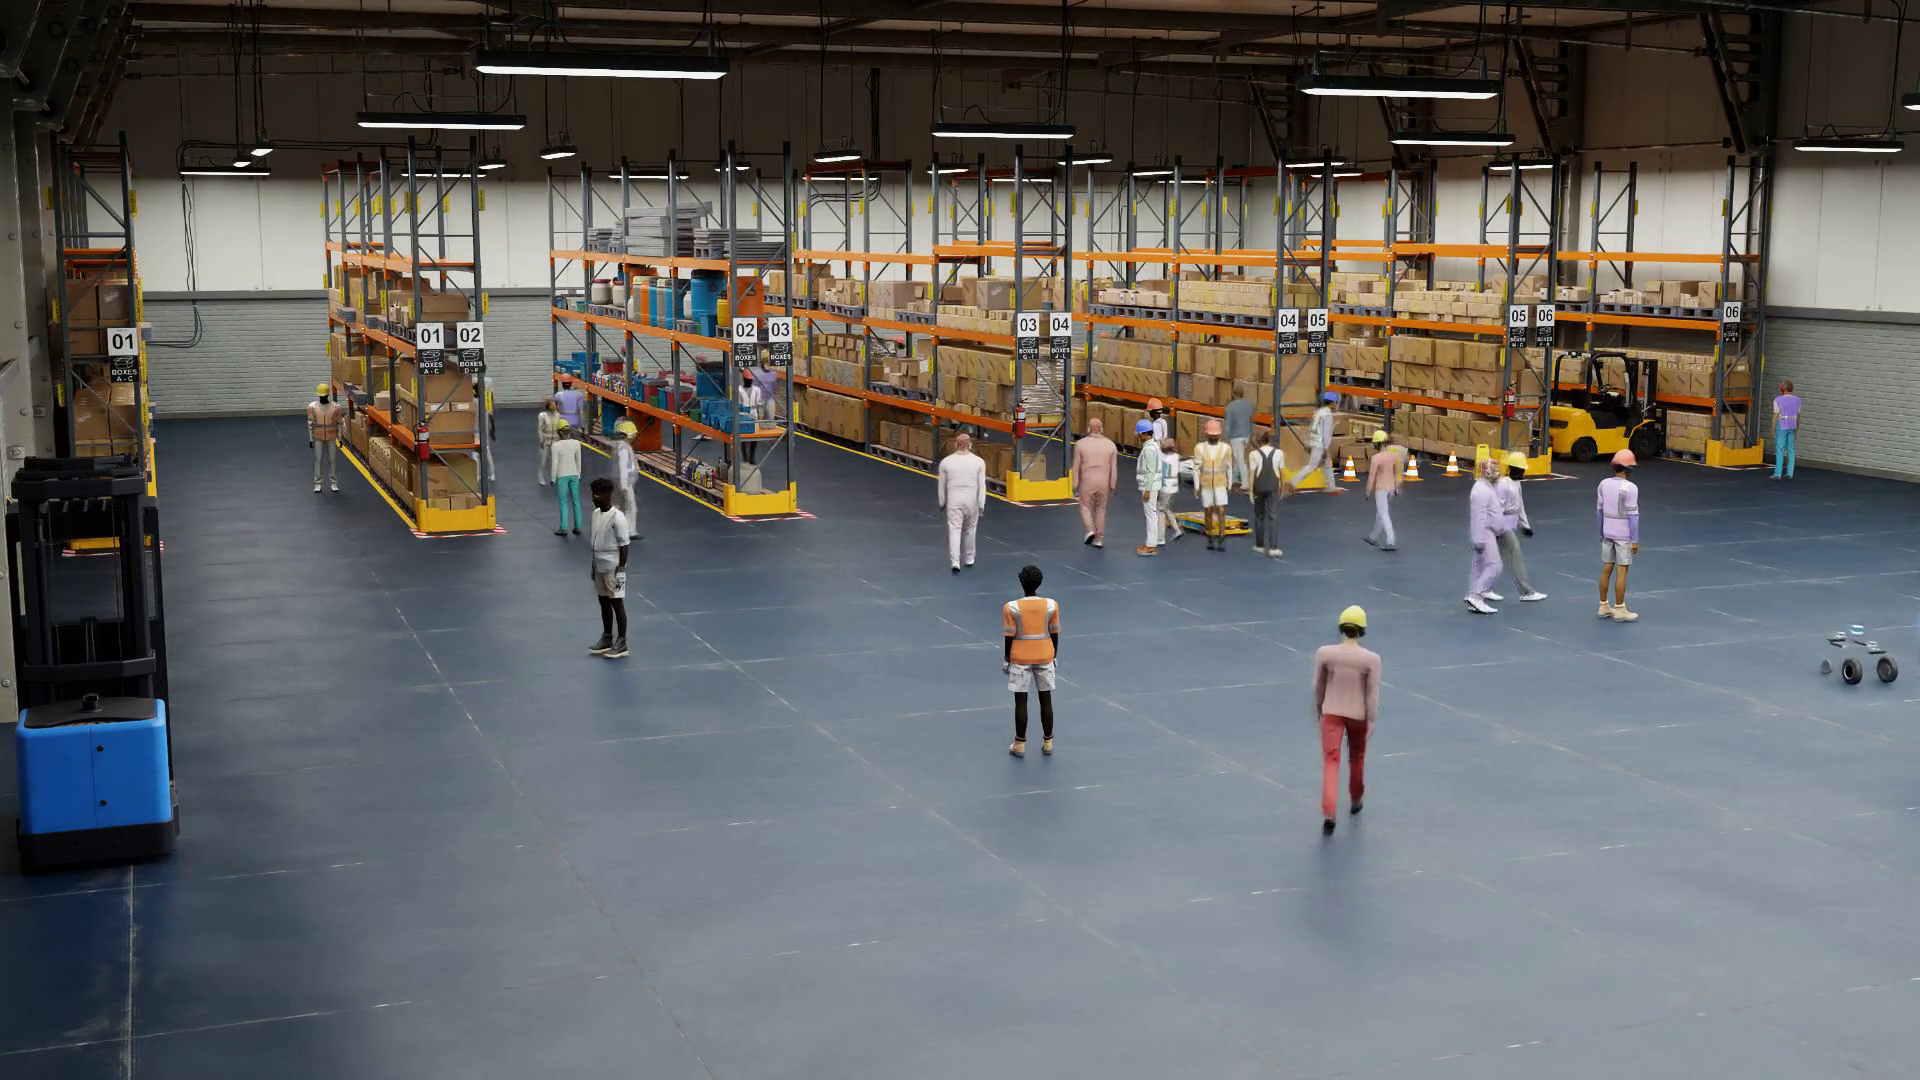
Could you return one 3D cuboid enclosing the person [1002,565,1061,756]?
[{"bbox_3d":[0.629,1.063,18.554,0.530,1.697,0.321,-2,9,-13],"label":"person"}]

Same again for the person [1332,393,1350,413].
[{"bbox_3d":[9.003,-3.607,49.214,0.621,1.845,0.429,-4,10,-27],"label":"person"}]

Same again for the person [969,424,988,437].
[{"bbox_3d":[0.439,-3.253,46.655,0.612,1.902,0.595,-3,9,-19],"label":"person"}]

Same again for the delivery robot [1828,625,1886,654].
[{"bbox_3d":[9.305,1.005,21.709,0.335,0.223,0.698,-2,9,-13],"label":"delivery robot"}]

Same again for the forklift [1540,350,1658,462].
[{"bbox_3d":[12.897,-2.725,42.309,2.313,2.155,1.214,-3,9,-21],"label":"forklift"}]

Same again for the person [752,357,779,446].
[{"bbox_3d":[-4.212,-3.003,44.998,0.626,1.909,0.816,-3,9,-22],"label":"person"}]

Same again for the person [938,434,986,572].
[{"bbox_3d":[0.026,-0.517,28.564,0.659,1.865,0.977,1,9,4],"label":"person"}]

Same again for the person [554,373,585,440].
[{"bbox_3d":[-7.454,-2.202,39.653,0.574,1.896,0.930,-4,9,-26],"label":"person"}]

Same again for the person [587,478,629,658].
[{"bbox_3d":[-3.839,0.292,22.813,0.365,1.962,0.613,-7,11,-40],"label":"person"}]

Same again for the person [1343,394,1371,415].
[{"bbox_3d":[8.999,-3.370,47.238,0.612,1.965,0.693,-4,9,-22],"label":"person"}]

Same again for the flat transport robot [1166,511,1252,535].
[{"bbox_3d":[3.829,-0.270,32.317,0.652,0.197,1.431,-5,10,-28],"label":"flat transport robot"}]

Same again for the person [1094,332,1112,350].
[{"bbox_3d":[3.682,-4.323,53.533,0.618,1.994,1.059,-1,9,-6],"label":"person"}]

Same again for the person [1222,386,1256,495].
[{"bbox_3d":[4.865,-1.775,36.887,0.701,1.871,0.998,-6,10,-33],"label":"person"}]

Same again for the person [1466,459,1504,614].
[{"bbox_3d":[6.366,-0.040,25.256,0.431,1.891,0.676,3,9,18],"label":"person"}]

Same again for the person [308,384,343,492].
[{"bbox_3d":[-11.199,-1.806,36.964,0.585,1.916,0.390,-3,9,-17],"label":"person"}]

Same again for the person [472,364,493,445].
[{"bbox_3d":[-10.029,-2.806,43.892,0.522,1.844,0.879,-6,10,-34],"label":"person"}]

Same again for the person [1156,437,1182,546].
[{"bbox_3d":[3.003,-0.714,30.680,0.383,1.611,0.545,5,10,32],"label":"person"}]

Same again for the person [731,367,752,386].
[{"bbox_3d":[-5.025,-3.362,48.297,0.513,1.614,0.618,-1,9,-8],"label":"person"}]

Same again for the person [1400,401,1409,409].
[{"bbox_3d":[10.336,-3.430,48.400,0.483,1.737,0.320,8,12,43],"label":"person"}]

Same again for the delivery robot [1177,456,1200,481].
[{"bbox_3d":[4.192,-1.279,37.797,0.707,0.478,0.477,8,12,44],"label":"delivery robot"}]

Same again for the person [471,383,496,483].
[{"bbox_3d":[-8.780,-1.970,38.383,0.468,1.843,0.628,7,11,40],"label":"person"}]

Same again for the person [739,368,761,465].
[{"bbox_3d":[-4.116,-2.378,40.723,0.552,1.938,0.418,-4,9,-24],"label":"person"}]

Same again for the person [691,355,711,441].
[{"bbox_3d":[-5.644,-3.109,45.821,0.465,1.866,0.673,4,9,24],"label":"person"}]

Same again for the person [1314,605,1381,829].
[{"bbox_3d":[3.026,1.371,16.445,0.521,1.717,0.933,2,9,15],"label":"person"}]

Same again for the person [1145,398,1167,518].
[{"bbox_3d":[3.140,-1.304,33.571,0.375,1.931,0.542,2,9,15],"label":"person"}]

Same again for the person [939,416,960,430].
[{"bbox_3d":[-0.271,-2.676,43.576,0.544,1.676,0.766,-3,9,-21],"label":"person"}]

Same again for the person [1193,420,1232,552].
[{"bbox_3d":[3.637,-0.772,30.140,0.564,1.891,0.941,1,9,7],"label":"person"}]

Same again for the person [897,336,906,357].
[{"bbox_3d":[-1.557,-4.213,53.103,0.748,1.888,0.584,-2,9,-11],"label":"person"}]

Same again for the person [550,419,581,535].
[{"bbox_3d":[-5.990,-0.957,31.809,0.524,1.767,0.322,-8,11,-42],"label":"person"}]

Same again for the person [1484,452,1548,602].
[{"bbox_3d":[6.932,-0.157,26.076,0.941,1.876,0.586,4,9,24],"label":"person"}]

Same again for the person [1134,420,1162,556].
[{"bbox_3d":[2.678,-0.753,29.876,0.413,1.936,0.605,1,9,8],"label":"person"}]

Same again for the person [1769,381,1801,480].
[{"bbox_3d":[15.262,-2.024,38.686,0.561,1.836,0.377,-3,9,-17],"label":"person"}]

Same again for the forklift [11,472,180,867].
[{"bbox_3d":[-6.630,0.886,15.957,1.129,2.768,1.873,-3,9,-21],"label":"forklift"}]

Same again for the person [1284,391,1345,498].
[{"bbox_3d":[6.109,-1.640,36.031,1.044,1.882,0.636,0,9,-3],"label":"person"}]

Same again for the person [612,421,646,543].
[{"bbox_3d":[-5.075,-0.863,31.078,0.702,1.808,0.594,-2,9,-11],"label":"person"}]

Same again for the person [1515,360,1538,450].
[{"bbox_3d":[11.861,-2.846,44.007,0.573,1.883,0.356,4,9,26],"label":"person"}]

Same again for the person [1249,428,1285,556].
[{"bbox_3d":[4.375,-0.675,29.835,0.529,1.812,0.688,0,9,0],"label":"person"}]

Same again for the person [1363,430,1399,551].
[{"bbox_3d":[6.059,-0.728,30.381,0.542,1.722,0.855,-6,11,-36],"label":"person"}]

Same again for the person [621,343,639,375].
[{"bbox_3d":[-7.729,-3.587,48.672,0.624,1.967,0.893,-4,9,-25],"label":"person"}]

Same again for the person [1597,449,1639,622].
[{"bbox_3d":[7.863,-0.064,24.930,0.384,2.039,0.616,-4,9,-25],"label":"person"}]

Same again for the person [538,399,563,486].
[{"bbox_3d":[-7.384,-1.751,37.693,0.516,1.587,0.887,-5,10,-32],"label":"person"}]

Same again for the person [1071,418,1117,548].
[{"bbox_3d":[1.957,-0.825,30.536,0.689,1.884,0.447,-1,9,-9],"label":"person"}]
